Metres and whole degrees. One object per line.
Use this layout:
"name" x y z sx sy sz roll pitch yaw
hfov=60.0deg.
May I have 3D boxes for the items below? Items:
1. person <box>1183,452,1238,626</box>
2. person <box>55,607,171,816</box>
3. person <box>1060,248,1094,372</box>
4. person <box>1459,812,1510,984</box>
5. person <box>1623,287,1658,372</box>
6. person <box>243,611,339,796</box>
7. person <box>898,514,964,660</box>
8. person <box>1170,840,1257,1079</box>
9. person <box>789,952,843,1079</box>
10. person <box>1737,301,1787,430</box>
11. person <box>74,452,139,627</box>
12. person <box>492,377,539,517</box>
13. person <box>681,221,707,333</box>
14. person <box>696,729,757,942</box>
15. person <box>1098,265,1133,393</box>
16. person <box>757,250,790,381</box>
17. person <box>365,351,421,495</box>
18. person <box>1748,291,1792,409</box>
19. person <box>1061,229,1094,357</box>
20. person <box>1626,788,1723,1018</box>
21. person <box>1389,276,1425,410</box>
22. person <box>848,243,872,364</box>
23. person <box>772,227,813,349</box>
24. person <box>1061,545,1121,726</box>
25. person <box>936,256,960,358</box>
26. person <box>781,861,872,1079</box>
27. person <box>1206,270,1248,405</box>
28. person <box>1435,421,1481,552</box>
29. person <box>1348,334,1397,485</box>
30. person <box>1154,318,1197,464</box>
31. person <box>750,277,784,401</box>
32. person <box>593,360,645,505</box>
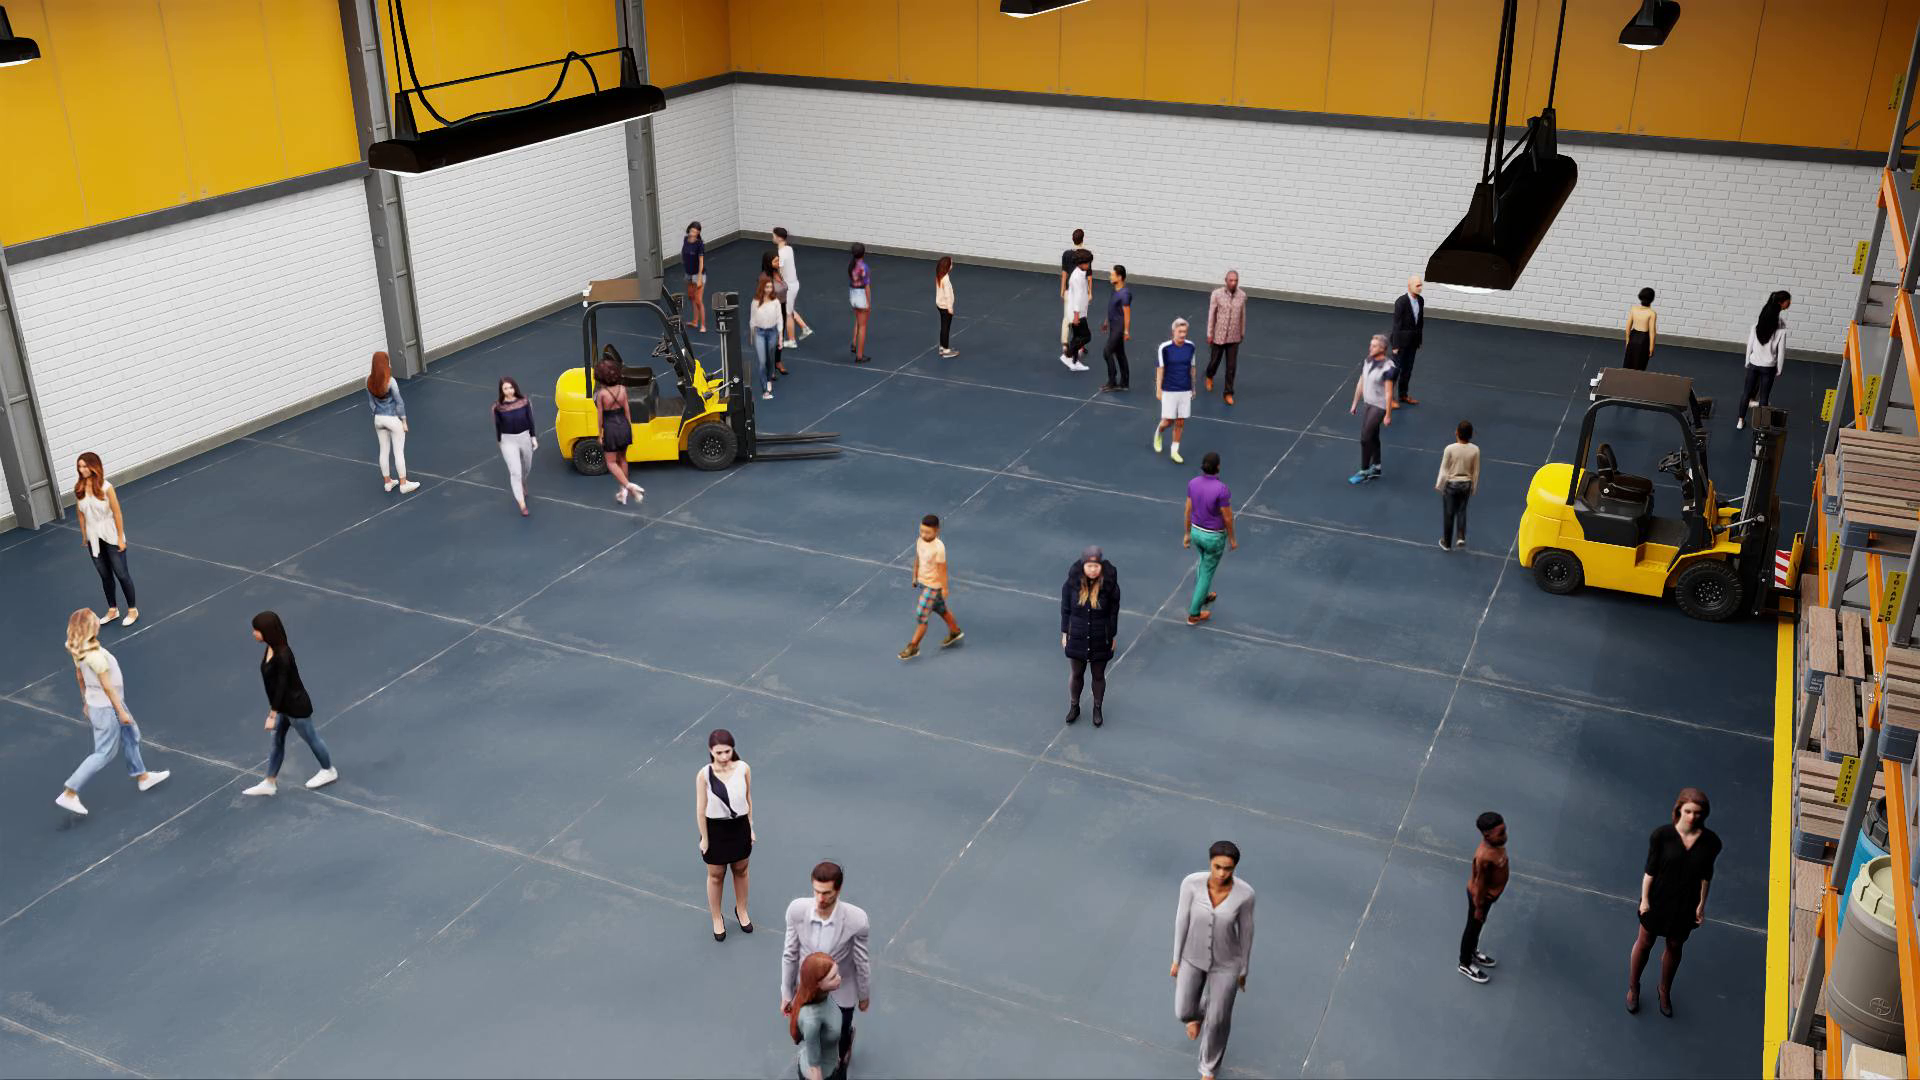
"person" 2.363 0.008 16.233 0.963 1.748 0.816 -20 30 -38
"person" -6.851 1.381 13.160 0.889 1.693 1.201 22 32 40
"person" 1.593 -3.263 23.655 0.807 1.796 0.709 4 24 8
"person" 3.572 2.405 11.365 0.611 1.254 0.461 15 28 31
"person" 9.091 -2.587 22.289 0.682 1.650 0.664 -15 28 -31
"person" -5.327 1.303 13.437 1.030 1.614 0.791 -19 30 -37
"person" -0.214 0.408 15.724 1.043 1.421 0.861 -16 28 -31
"person" 1.574 2.578 10.389 0.706 1.719 0.875 7 25 15
"person" -0.852 3.023 9.361 0.897 1.727 0.998 1 24 2
"person" 10.339 -2.245 21.445 0.683 1.701 0.650 21 31 40
"person" -8.343 -0.022 16.254 0.638 1.785 0.605 4 24 9
"person" -5.063 -1.110 19.003 1.072 1.578 1.060 -12 26 -25
"person" -4.090 -4.072 25.580 0.697 1.737 0.823 -17 29 -34
"person" -1.635 2.057 11.668 0.619 1.649 0.695 -11 26 -23
"person" 2.259 -2.907 22.866 0.862 1.776 0.789 -2 24 -5
"person" -2.642 -3.175 23.398 0.683 1.839 0.510 10 26 23
"person" -6.694 -1.378 19.461 0.631 1.701 0.550 8 25 17
"person" 10.700 -2.525 22.171 0.634 1.633 0.521 9 25 19
"person" 1.713 -3.647 24.465 0.633 1.851 0.543 11 26 24
"person" 4.656 2.365 10.893 0.631 1.707 0.573 4 24 10
"person" 5.975 -2.676 22.312 0.705 1.796 0.818 -14 27 -29
"person" -1.531 -3.437 24.141 0.739 1.725 0.705 -18 30 -36
"person" -2.464 -3.725 24.669 0.888 1.831 0.825 5 24 11
"person" 1.130 0.822 14.463 0.738 1.674 0.736 4 24 10
"person" -0.215 -3.440 24.451 0.720 1.483 0.647 -6 24 -13
"person" -0.779 2.675 10.043 0.768 1.818 1.193 8 25 17
"person" 3.586 -2.788 22.578 0.966 1.787 1.111 -2 24 -4
"person" 5.362 -0.545 17.864 0.665 1.454 0.703 -1 24 -2
"person" 5.010 -1.565 19.755 0.995 1.808 0.934 -9 25 -19
"person" 2.624 -1.864 20.419 0.861 1.825 0.923 -7 25 -16
"person" -2.667 -2.791 22.706 0.998 1.692 1.137 -3 24 -6
"person" -3.870 -1.159 18.879 0.958 1.766 0.865 -17 29 -34
